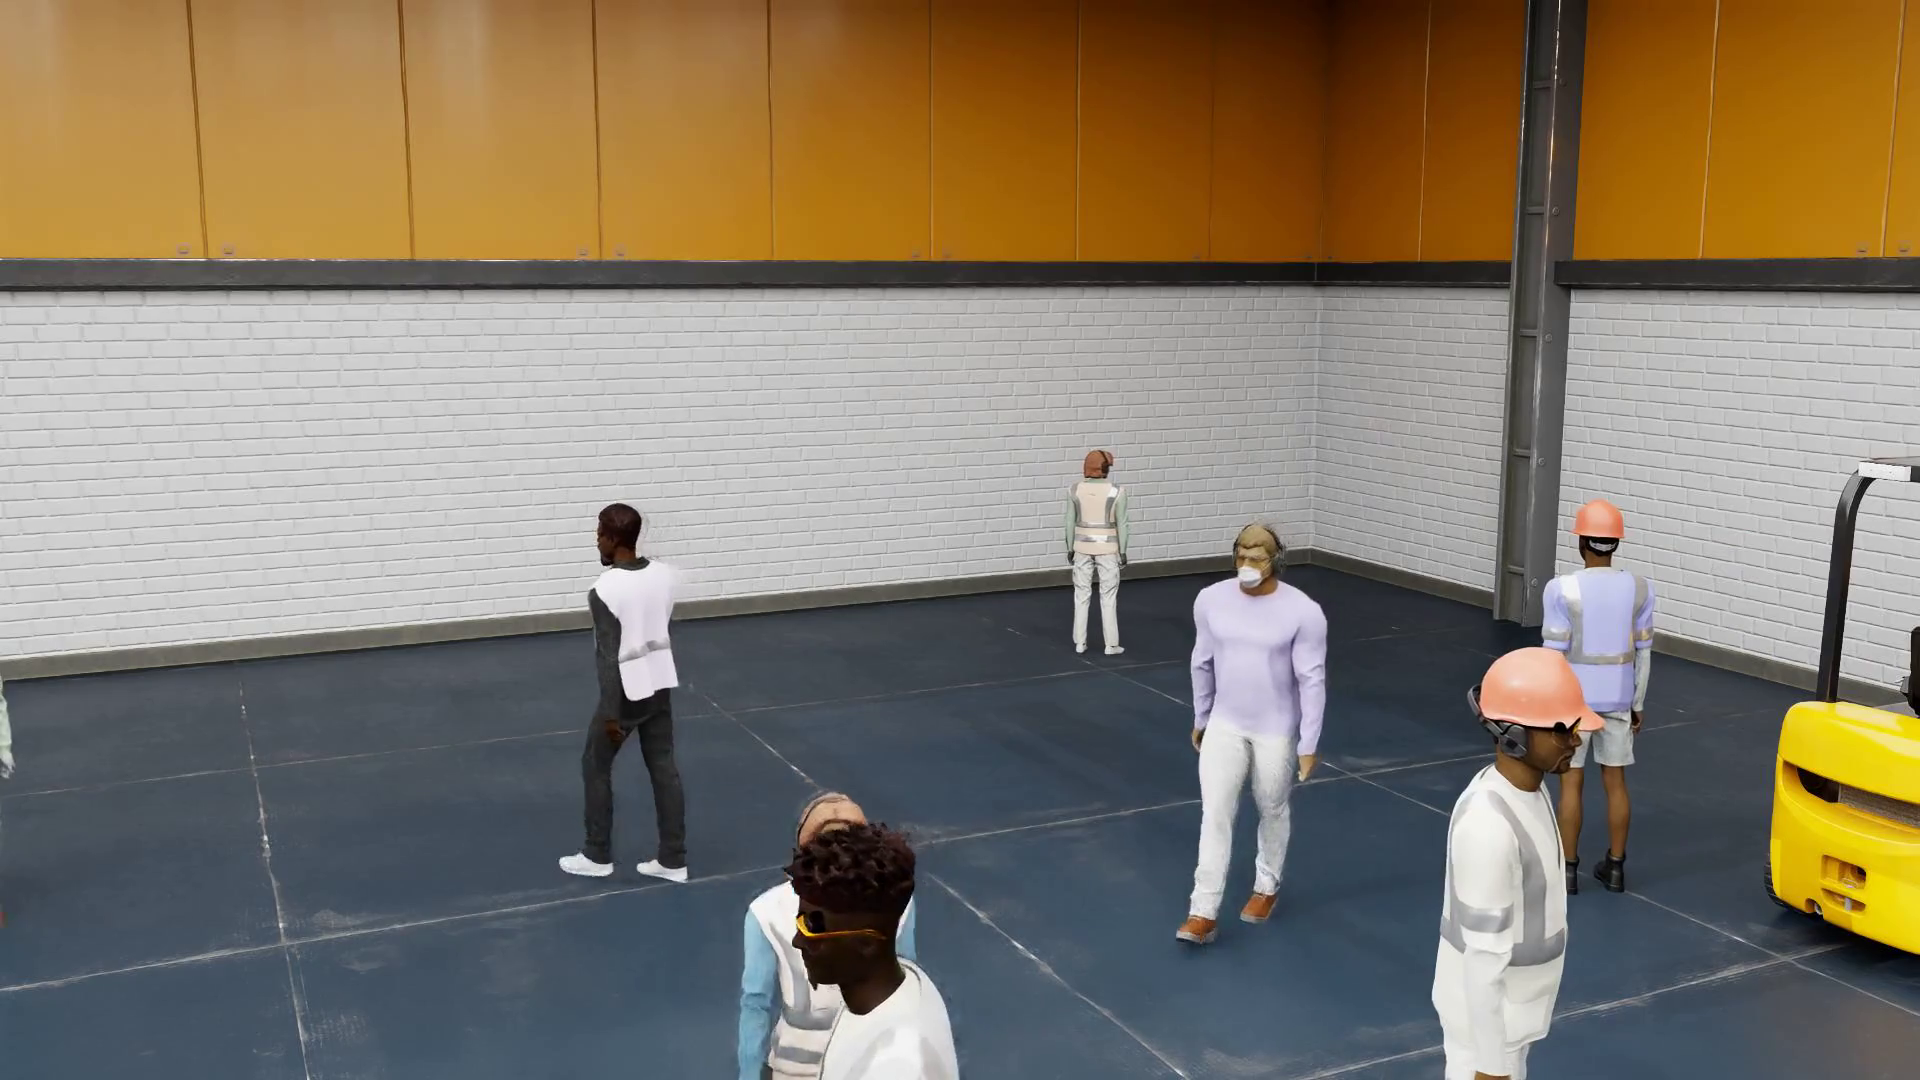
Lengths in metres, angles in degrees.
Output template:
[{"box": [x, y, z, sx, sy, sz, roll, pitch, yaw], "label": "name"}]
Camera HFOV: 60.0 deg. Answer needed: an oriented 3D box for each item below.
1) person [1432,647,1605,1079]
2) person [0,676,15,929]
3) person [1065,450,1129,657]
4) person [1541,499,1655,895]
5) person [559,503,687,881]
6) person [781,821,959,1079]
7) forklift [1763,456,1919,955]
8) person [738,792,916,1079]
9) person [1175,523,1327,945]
[{"box": [1.502, 1.291, 4.550, 0.393, 2.044, 0.609, 5, 10, 26], "label": "person"}, {"box": [-4.572, 1.023, 7.505, 0.537, 1.619, 0.388, -6, 11, -32], "label": "person"}, {"box": [1.079, 0.106, 13.161, 0.515, 1.636, 0.315, 4, 10, 22], "label": "person"}, {"box": [3.077, 0.766, 8.132, 0.548, 1.936, 0.378, 0, 9, -3], "label": "person"}, {"box": [-1.692, 0.755, 8.314, 0.795, 1.894, 0.586, 6, 11, 31], "label": "person"}, {"box": [-0.179, 1.517, 3.421, 0.516, 1.953, 0.635, 0, 9, -1], "label": "person"}, {"box": [4.857, 0.731, 7.561, 2.313, 2.155, 1.214, -4, 10, -25], "label": "forklift"}, {"box": [-0.385, 1.477, 4.743, 0.526, 1.613, 0.768, -3, 10, -19], "label": "person"}, {"box": [1.287, 0.886, 7.481, 0.660, 1.903, 0.938, 5, 10, 27], "label": "person"}]
